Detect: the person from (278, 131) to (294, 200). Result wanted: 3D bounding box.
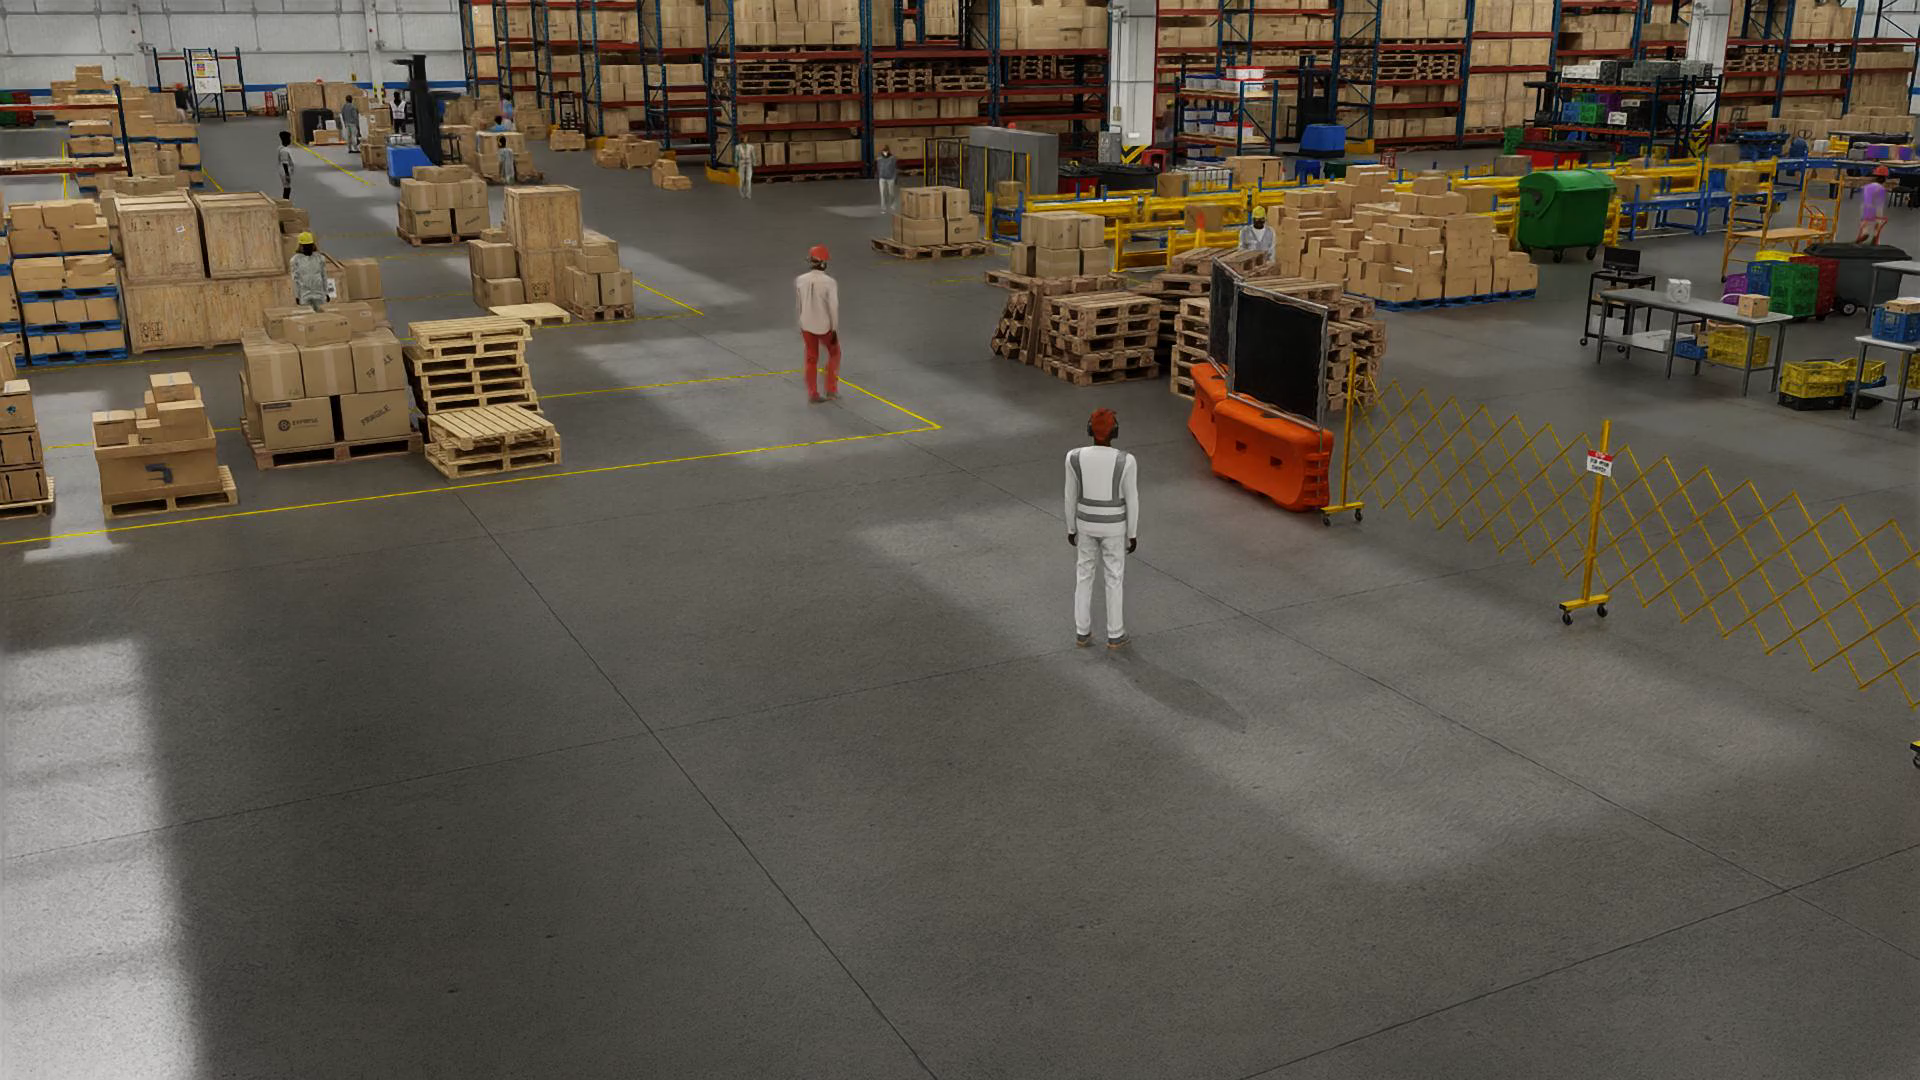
[{"bbox_3d":[-15.986,-8.714,39.501,0.394,1.958,0.599,-7,19,-22],"label":"person"}]

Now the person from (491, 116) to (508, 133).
[{"bbox_3d":[-13.655,-11.786,49.550,0.537,1.645,0.872,0,18,0],"label":"person"}]

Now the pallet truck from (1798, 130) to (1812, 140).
[{"bbox_3d":[25.526,-11.556,49.408,1.630,1.274,0.653,-9,20,-26],"label":"pallet truck"}]

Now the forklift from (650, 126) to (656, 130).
[{"bbox_3d":[-12.160,-17.999,66.948,1.129,2.768,1.873,-9,20,-26],"label":"forklift"}]

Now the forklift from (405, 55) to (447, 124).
[{"bbox_3d":[-22.693,-19.038,70.187,1.873,2.768,1.129,-9,20,-26],"label":"forklift"}]

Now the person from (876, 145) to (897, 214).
[{"bbox_3d":[-1.747,-8.641,39.820,0.507,1.618,0.523,2,18,7],"label":"person"}]

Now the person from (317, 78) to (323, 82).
[{"bbox_3d":[-26.376,-18.084,68.736,0.553,1.933,0.368,12,21,33],"label":"person"}]

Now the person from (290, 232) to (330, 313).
[{"bbox_3d":[-9.157,-3.478,23.510,0.487,1.744,0.313,-13,22,-34],"label":"person"}]

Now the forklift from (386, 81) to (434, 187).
[{"bbox_3d":[-14.730,-11.128,45.527,1.873,2.768,1.129,-9,20,-26],"label":"forklift"}]

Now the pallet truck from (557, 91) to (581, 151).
[{"bbox_3d":[-13.495,-14.412,57.188,0.823,1.965,1.885,-3,18,-9],"label":"pallet truck"}]

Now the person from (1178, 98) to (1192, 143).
[{"bbox_3d":[7.450,-13.712,54.977,0.906,2.011,0.615,9,20,27],"label":"person"}]

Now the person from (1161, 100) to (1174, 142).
[{"bbox_3d":[7.108,-13.991,56.278,0.520,1.741,0.667,-14,22,-36],"label":"person"}]

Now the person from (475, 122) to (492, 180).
[{"bbox_3d":[-13.565,-11.109,47.492,0.532,1.622,0.444,-2,18,-7],"label":"person"}]

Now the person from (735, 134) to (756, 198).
[{"bbox_3d":[-5.513,-9.606,42.796,0.539,1.620,0.415,-5,19,-16],"label":"person"}]

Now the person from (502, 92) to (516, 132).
[{"bbox_3d":[-16.394,-15.257,60.139,0.897,1.808,0.623,-5,18,-15],"label":"person"}]

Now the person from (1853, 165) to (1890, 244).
[{"bbox_3d":[17.176,-6.107,31.434,0.739,1.916,0.552,-3,18,-8],"label":"person"}]

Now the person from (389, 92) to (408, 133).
[{"bbox_3d":[-19.677,-14.741,58.340,0.596,1.918,0.385,-3,18,-10],"label":"person"}]

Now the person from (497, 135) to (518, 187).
[{"bbox_3d":[-10.749,-8.676,39.566,0.478,1.845,0.519,8,19,23],"label":"person"}]

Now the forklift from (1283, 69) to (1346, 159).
[{"bbox_3d":[11.615,-13.871,54.079,1.129,2.768,1.873,-9,20,-27],"label":"forklift"}]

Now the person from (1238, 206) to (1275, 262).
[{"bbox_3d":[4.586,-4.247,25.763,0.588,1.834,0.403,-1,18,-4],"label":"person"}]

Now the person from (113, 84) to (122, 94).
[{"bbox_3d":[-32.794,-16.856,64.985,0.829,1.886,0.645,-14,22,-37],"label":"person"}]

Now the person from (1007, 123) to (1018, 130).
[{"bbox_3d":[1.326,-9.699,42.600,0.479,1.923,0.556,-11,21,-31],"label":"person"}]

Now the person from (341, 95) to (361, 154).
[{"bbox_3d":[-20.481,-13.988,55.959,0.635,1.939,0.362,9,20,26],"label":"person"}]

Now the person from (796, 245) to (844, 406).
[{"bbox_3d":[-1.714,-2.658,20.588,0.617,1.975,0.597,8,19,24],"label":"person"}]

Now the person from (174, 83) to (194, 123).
[{"bbox_3d":[-30.411,-16.902,65.068,1.049,1.940,0.629,15,23,39],"label":"person"}]

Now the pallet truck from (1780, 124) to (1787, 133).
[{"bbox_3d":[25.206,-12.542,52.601,1.601,1.201,0.680,0,18,-2],"label":"pallet truck"}]

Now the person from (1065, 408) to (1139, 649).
[{"bbox_3d":[1.082,-0.083,12.700,0.575,1.885,0.355,6,19,19],"label":"person"}]

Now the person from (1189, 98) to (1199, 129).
[{"bbox_3d":[9.295,-17.271,66.379,0.528,1.827,0.644,-7,19,-21],"label":"person"}]

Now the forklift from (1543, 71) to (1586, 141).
[{"bbox_3d":[18.685,-13.231,52.085,1.873,2.768,1.129,-9,20,-26],"label":"forklift"}]
